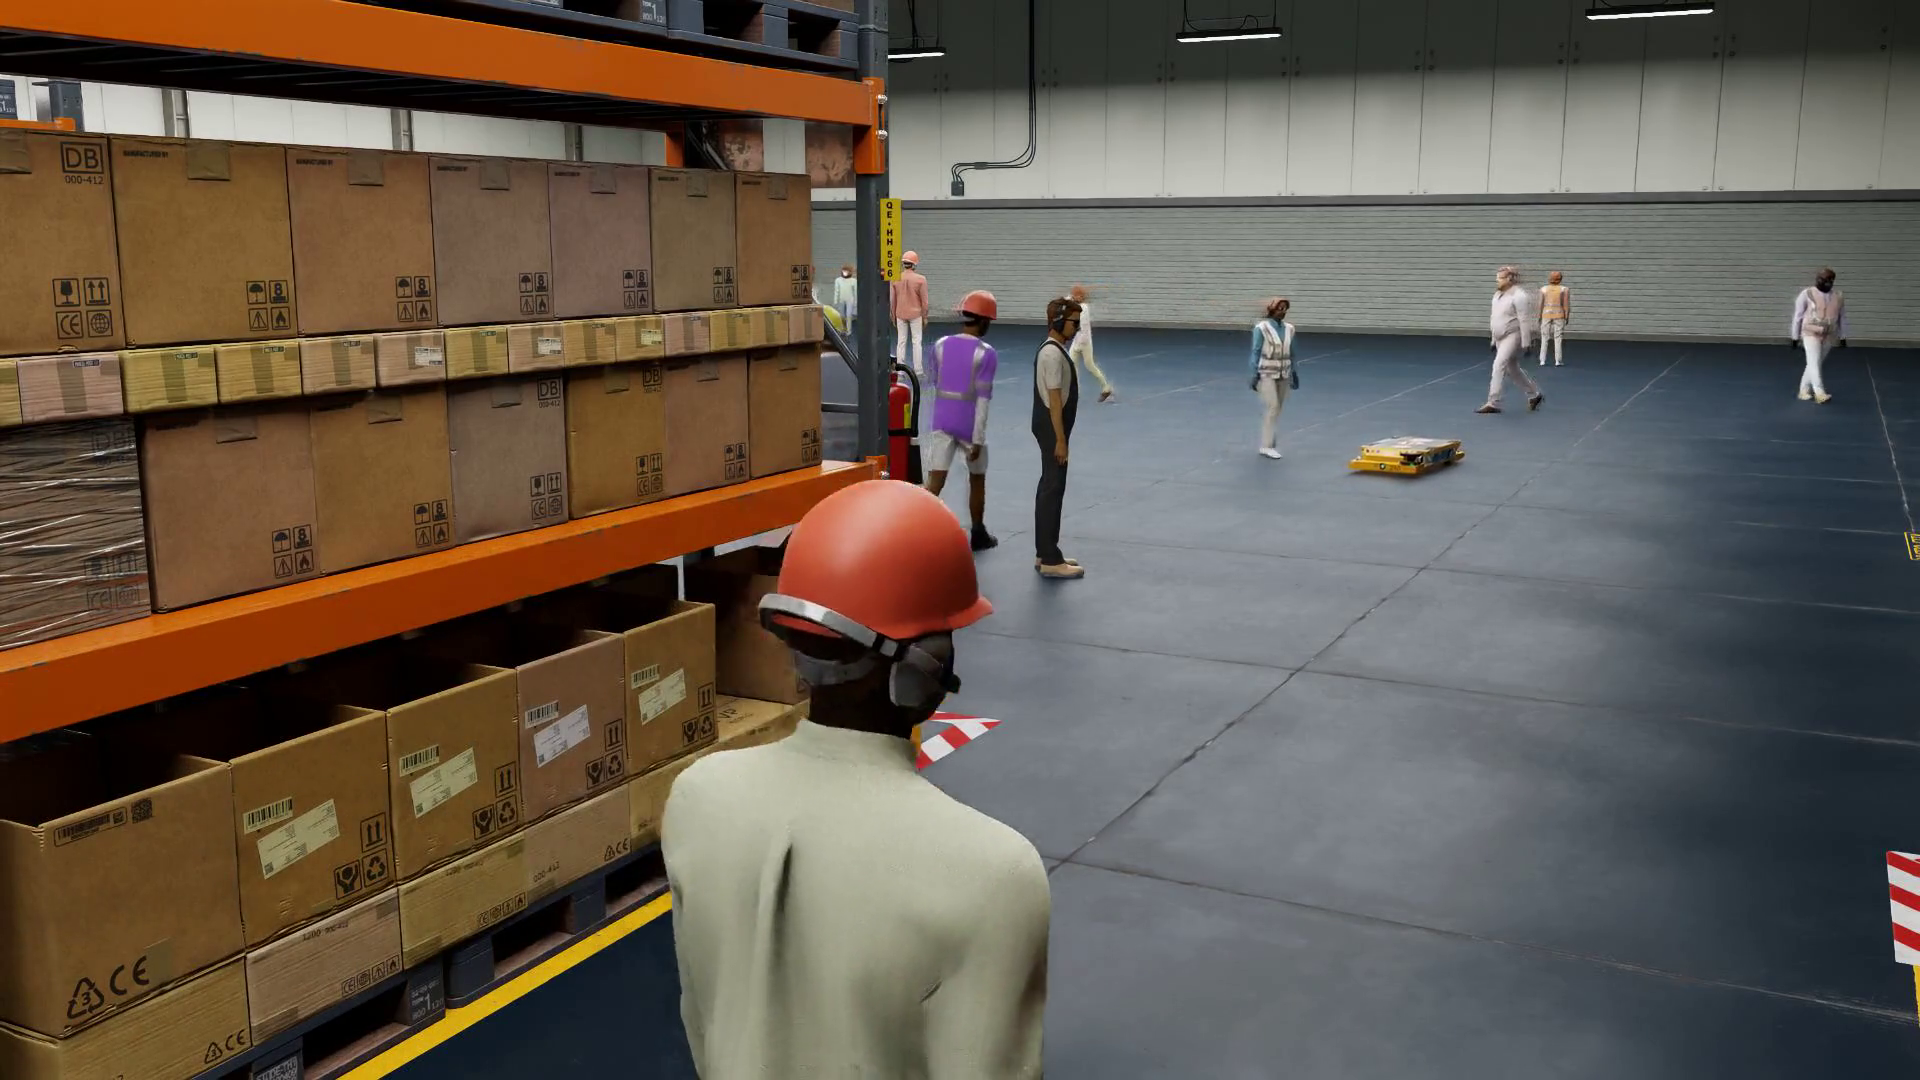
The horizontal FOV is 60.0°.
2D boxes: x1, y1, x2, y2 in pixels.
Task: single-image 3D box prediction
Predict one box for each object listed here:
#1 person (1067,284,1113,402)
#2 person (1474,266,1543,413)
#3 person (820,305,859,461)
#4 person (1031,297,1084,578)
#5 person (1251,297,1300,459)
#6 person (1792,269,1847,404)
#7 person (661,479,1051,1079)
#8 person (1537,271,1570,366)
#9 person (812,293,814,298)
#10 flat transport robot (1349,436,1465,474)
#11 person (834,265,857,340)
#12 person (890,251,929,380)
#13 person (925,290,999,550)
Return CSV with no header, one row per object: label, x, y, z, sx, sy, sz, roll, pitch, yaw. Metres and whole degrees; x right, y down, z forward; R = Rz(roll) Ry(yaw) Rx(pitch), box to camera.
person,1.685,-2.625,22.267,0.778,1.597,0.490,-4,11,-22
person,7.017,-2.536,21.087,0.948,1.864,0.660,-2,11,-10
person,-0.814,-0.517,10.153,0.619,1.819,0.498,-4,11,-21
person,0.645,-0.677,10.989,0.345,1.840,0.504,0,10,-2
person,3.211,-1.619,16.684,0.540,1.619,0.560,-6,12,-31
person,11.581,-2.731,22.357,0.635,1.784,0.974,-1,10,-5
person,-0.109,0.881,2.212,0.644,1.937,1.011,7,13,35
person,10.190,-3.800,28.568,0.523,1.636,0.308,5,12,26
person,-2.201,-2.701,21.989,0.904,1.843,0.619,3,11,15
flat transport robot,4.361,-0.839,16.148,0.652,0.197,1.431,7,12,34
person,-2.435,-5.138,35.921,0.504,1.614,0.579,3,11,14
person,-0.774,-3.468,25.780,0.612,1.995,0.382,3,11,17
person,-0.003,-0.783,11.485,0.557,1.879,1.024,5,12,26
